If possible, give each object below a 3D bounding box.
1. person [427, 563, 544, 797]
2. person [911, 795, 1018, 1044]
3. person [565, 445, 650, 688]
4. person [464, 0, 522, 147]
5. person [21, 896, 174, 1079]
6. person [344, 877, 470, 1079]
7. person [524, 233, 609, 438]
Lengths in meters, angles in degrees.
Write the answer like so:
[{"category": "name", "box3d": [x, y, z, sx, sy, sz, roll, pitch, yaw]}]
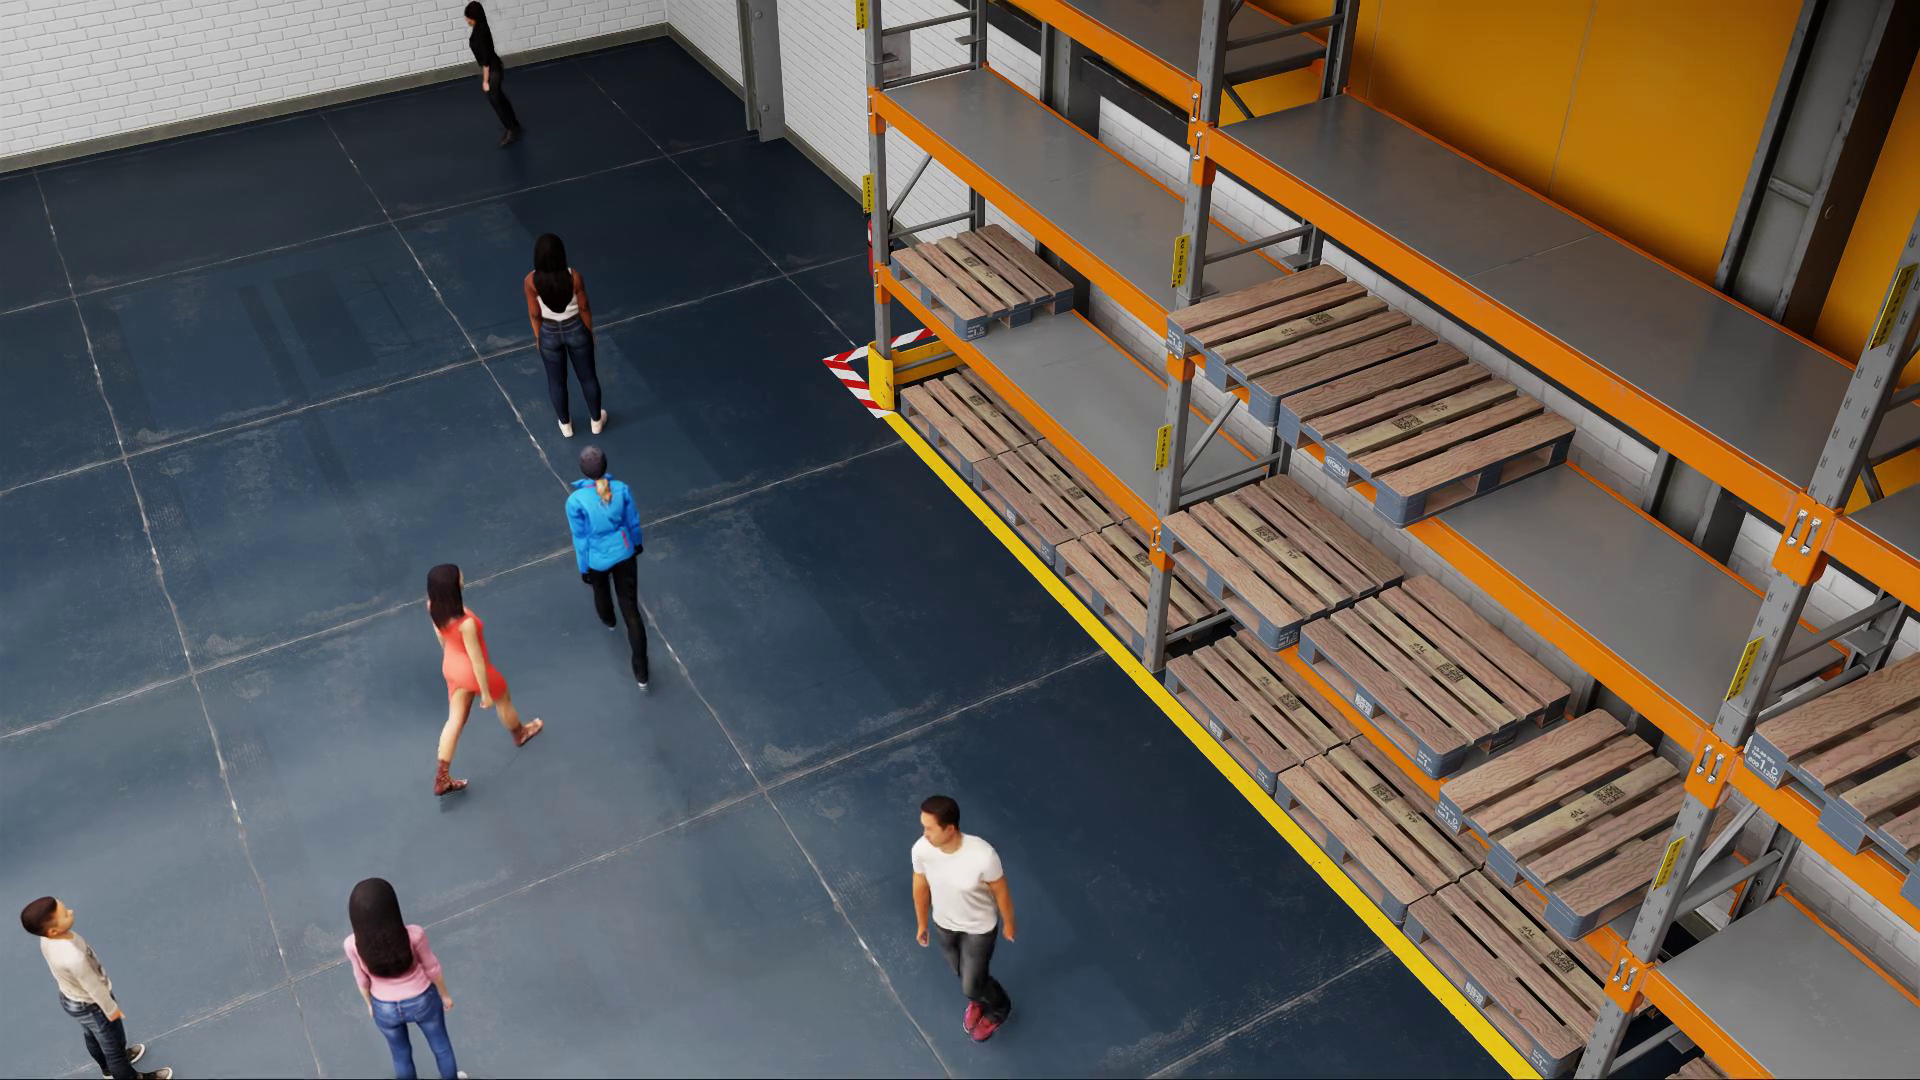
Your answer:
[{"category": "person", "box3d": [-3.130, 0.891, 10.367, 1.156, 1.681, 1.018, 22, 43, 25]}, {"category": "person", "box3d": [0.077, 2.009, 8.894, 0.788, 1.772, 0.898, 7, 39, 9]}, {"category": "person", "box3d": [-2.315, 0.207, 11.174, 0.751, 1.742, 1.227, -14, 41, -17]}, {"category": "person", "box3d": [-4.984, -5.039, 17.853, 0.870, 1.605, 0.654, -2, 39, -2]}, {"category": "person", "box3d": [-4.555, 2.376, 8.682, 0.537, 1.464, 0.667, 28, 47, 31]}, {"category": "person", "box3d": [-2.837, 2.353, 8.488, 0.617, 1.741, 0.581, -8, 39, -10]}, {"category": "person", "box3d": [-3.194, -1.647, 13.442, 0.724, 1.809, 0.728, -5, 39, -6]}]
